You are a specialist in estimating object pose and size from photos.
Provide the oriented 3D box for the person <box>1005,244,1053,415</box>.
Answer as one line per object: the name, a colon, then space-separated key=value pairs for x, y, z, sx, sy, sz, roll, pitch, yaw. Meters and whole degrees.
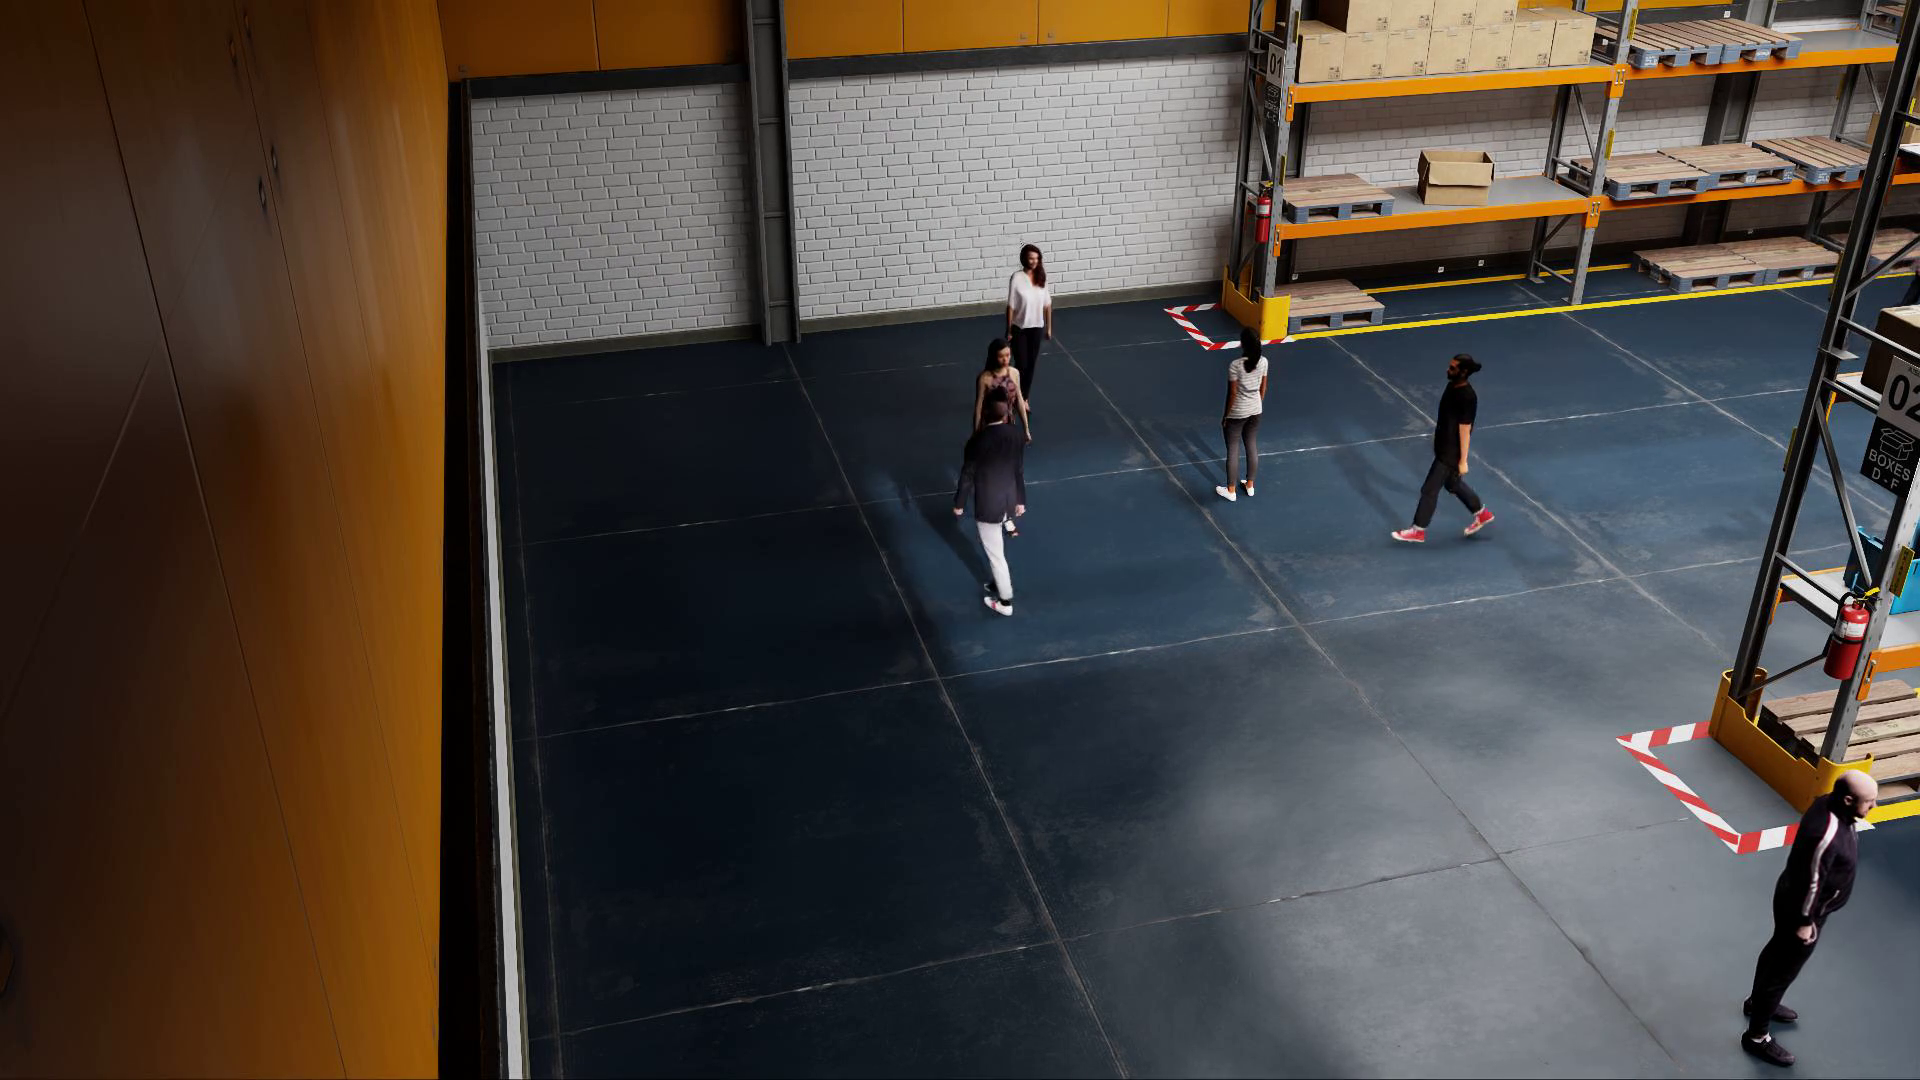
person: x=0.618 y=-2.117 z=16.631 sx=0.587 sy=1.785 sz=0.739 roll=-14 pitch=32 yaw=-24

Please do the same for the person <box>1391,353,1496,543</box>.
person: x=4.282 y=-0.764 z=14.205 sx=1.213 sy=1.732 sz=0.867 roll=1 pitch=29 yaw=2

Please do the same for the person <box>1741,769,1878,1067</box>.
person: x=4.587 y=1.989 z=9.053 sx=0.811 sy=1.833 sz=0.756 roll=15 pitch=32 yaw=25

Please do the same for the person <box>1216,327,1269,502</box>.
person: x=2.560 y=-1.147 z=14.997 sx=0.522 sy=1.647 sz=0.667 roll=-13 pitch=31 yaw=-23

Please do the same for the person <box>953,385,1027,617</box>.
person: x=0.336 y=-0.267 z=13.082 sx=0.822 sy=1.935 sz=0.910 roll=-24 pitch=37 yaw=-37

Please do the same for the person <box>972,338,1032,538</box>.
person: x=0.284 y=-0.960 z=14.550 sx=0.980 sy=1.746 sz=0.869 roll=-18 pitch=33 yaw=-29
